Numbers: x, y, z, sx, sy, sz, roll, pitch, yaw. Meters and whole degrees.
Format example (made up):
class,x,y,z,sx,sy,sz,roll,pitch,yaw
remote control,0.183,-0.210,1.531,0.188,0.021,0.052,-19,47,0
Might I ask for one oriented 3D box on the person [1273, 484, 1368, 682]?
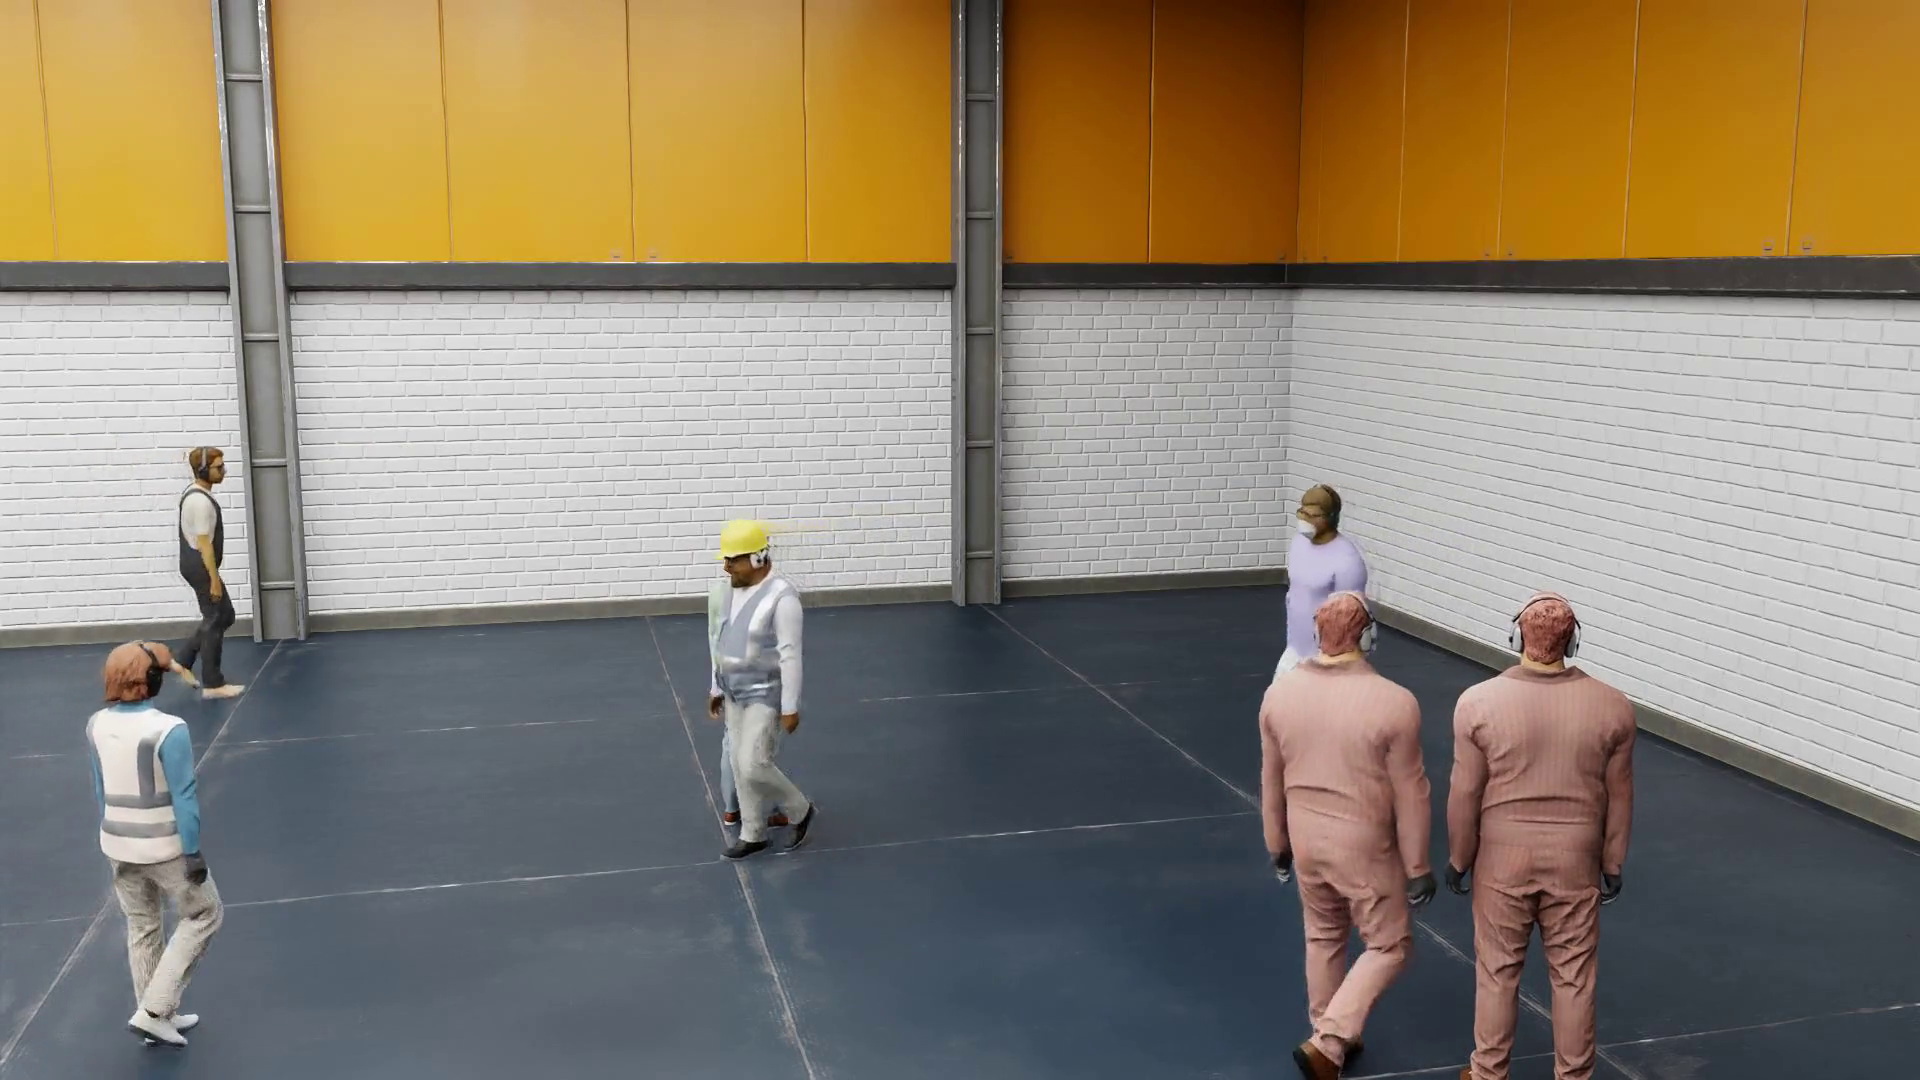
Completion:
class,x,y,z,sx,sy,sz,roll,pitch,yaw
person,1.969,0.644,8.961,0.514,1.926,0.641,-3,10,-18

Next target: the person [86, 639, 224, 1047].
class,x,y,z,sx,sy,sz,roll,pitch,yaw
person,-3.135,1.191,6.459,0.544,1.625,0.352,4,10,23

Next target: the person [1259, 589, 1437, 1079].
class,x,y,z,sx,sy,sz,roll,pitch,yaw
person,1.399,1.124,6.084,0.680,1.890,0.690,-9,12,-43

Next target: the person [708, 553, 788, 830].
class,x,y,z,sx,sy,sz,roll,pitch,yaw
person,-1.141,0.771,9.096,0.498,1.633,0.282,5,10,27

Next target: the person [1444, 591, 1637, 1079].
class,x,y,z,sx,sy,sz,roll,pitch,yaw
person,2.071,1.131,5.998,0.639,1.909,0.406,1,9,9

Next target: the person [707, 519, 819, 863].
class,x,y,z,sx,sy,sz,roll,pitch,yaw
person,-1.042,0.776,8.549,0.437,1.804,0.594,-7,12,-39

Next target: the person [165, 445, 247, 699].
class,x,y,z,sx,sy,sz,roll,pitch,yaw
person,-5.367,0.240,11.788,0.457,1.832,0.546,-5,10,-26
